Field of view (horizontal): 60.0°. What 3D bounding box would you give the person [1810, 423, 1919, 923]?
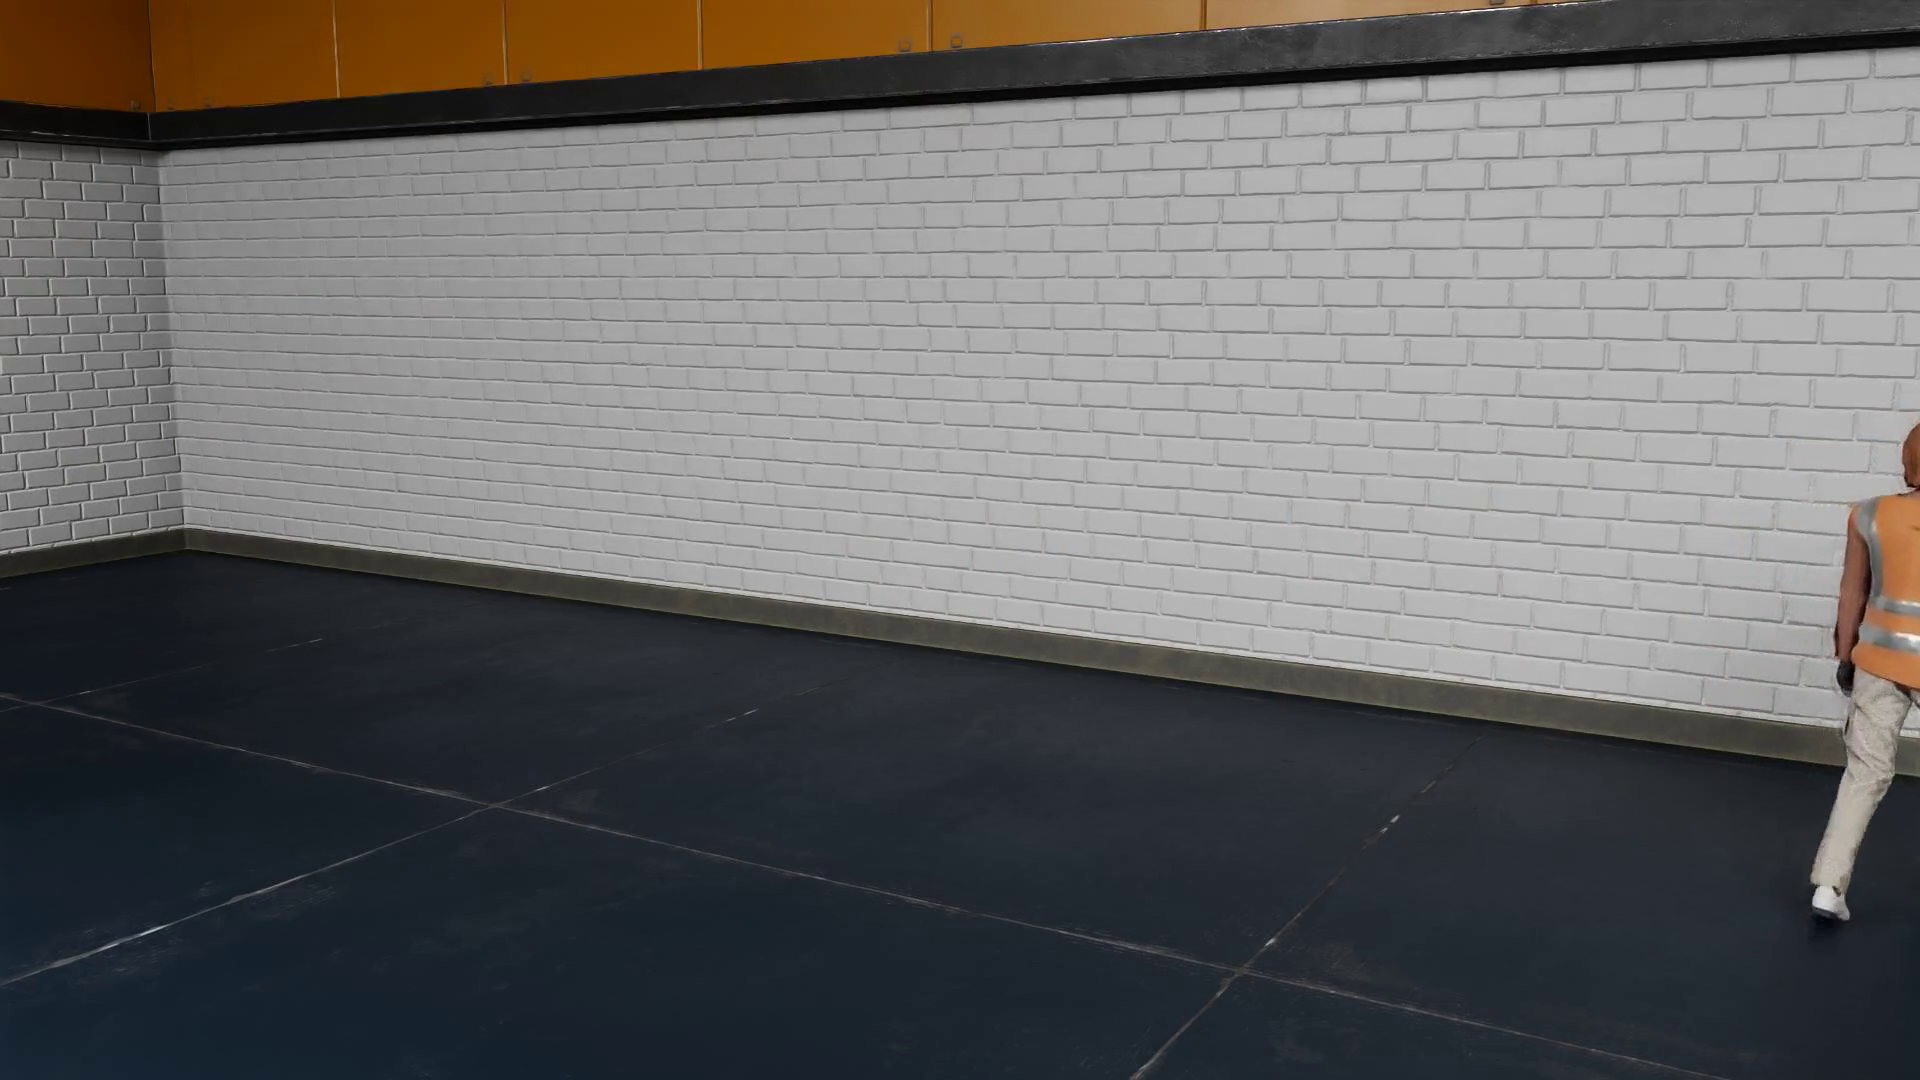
[{"bbox_3d":[2.958,0.408,5.139,0.770,1.607,0.531,-7,12,-38],"label":"person"}]
